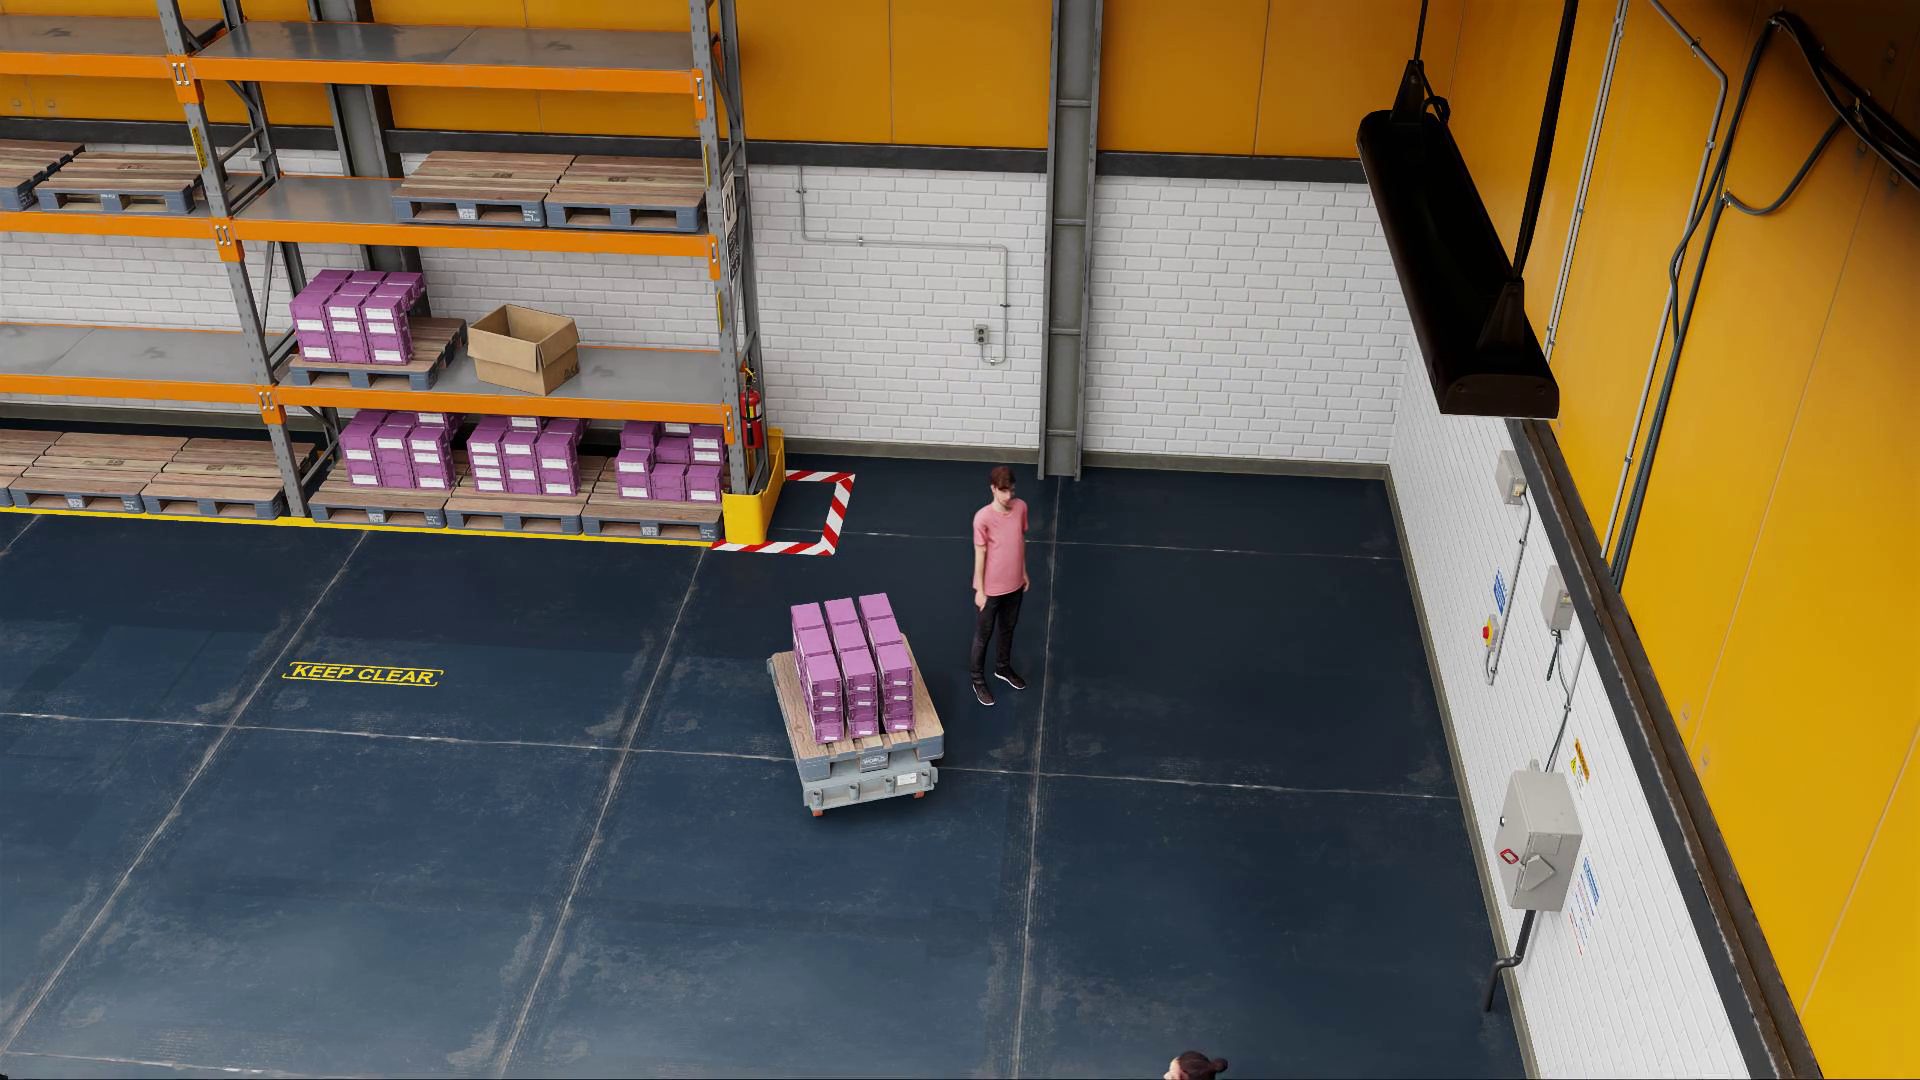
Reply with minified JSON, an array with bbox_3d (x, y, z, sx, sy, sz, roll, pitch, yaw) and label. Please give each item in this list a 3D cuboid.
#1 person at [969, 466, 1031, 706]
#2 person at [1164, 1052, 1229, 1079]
[{"bbox_3d":[0.288,0.300,12.209,0.697,1.957,0.765,-23,40,-31],"label":"person"},{"bbox_3d":[1.228,3.110,8.341,1.063,1.557,0.572,4,34,6],"label":"person"}]
